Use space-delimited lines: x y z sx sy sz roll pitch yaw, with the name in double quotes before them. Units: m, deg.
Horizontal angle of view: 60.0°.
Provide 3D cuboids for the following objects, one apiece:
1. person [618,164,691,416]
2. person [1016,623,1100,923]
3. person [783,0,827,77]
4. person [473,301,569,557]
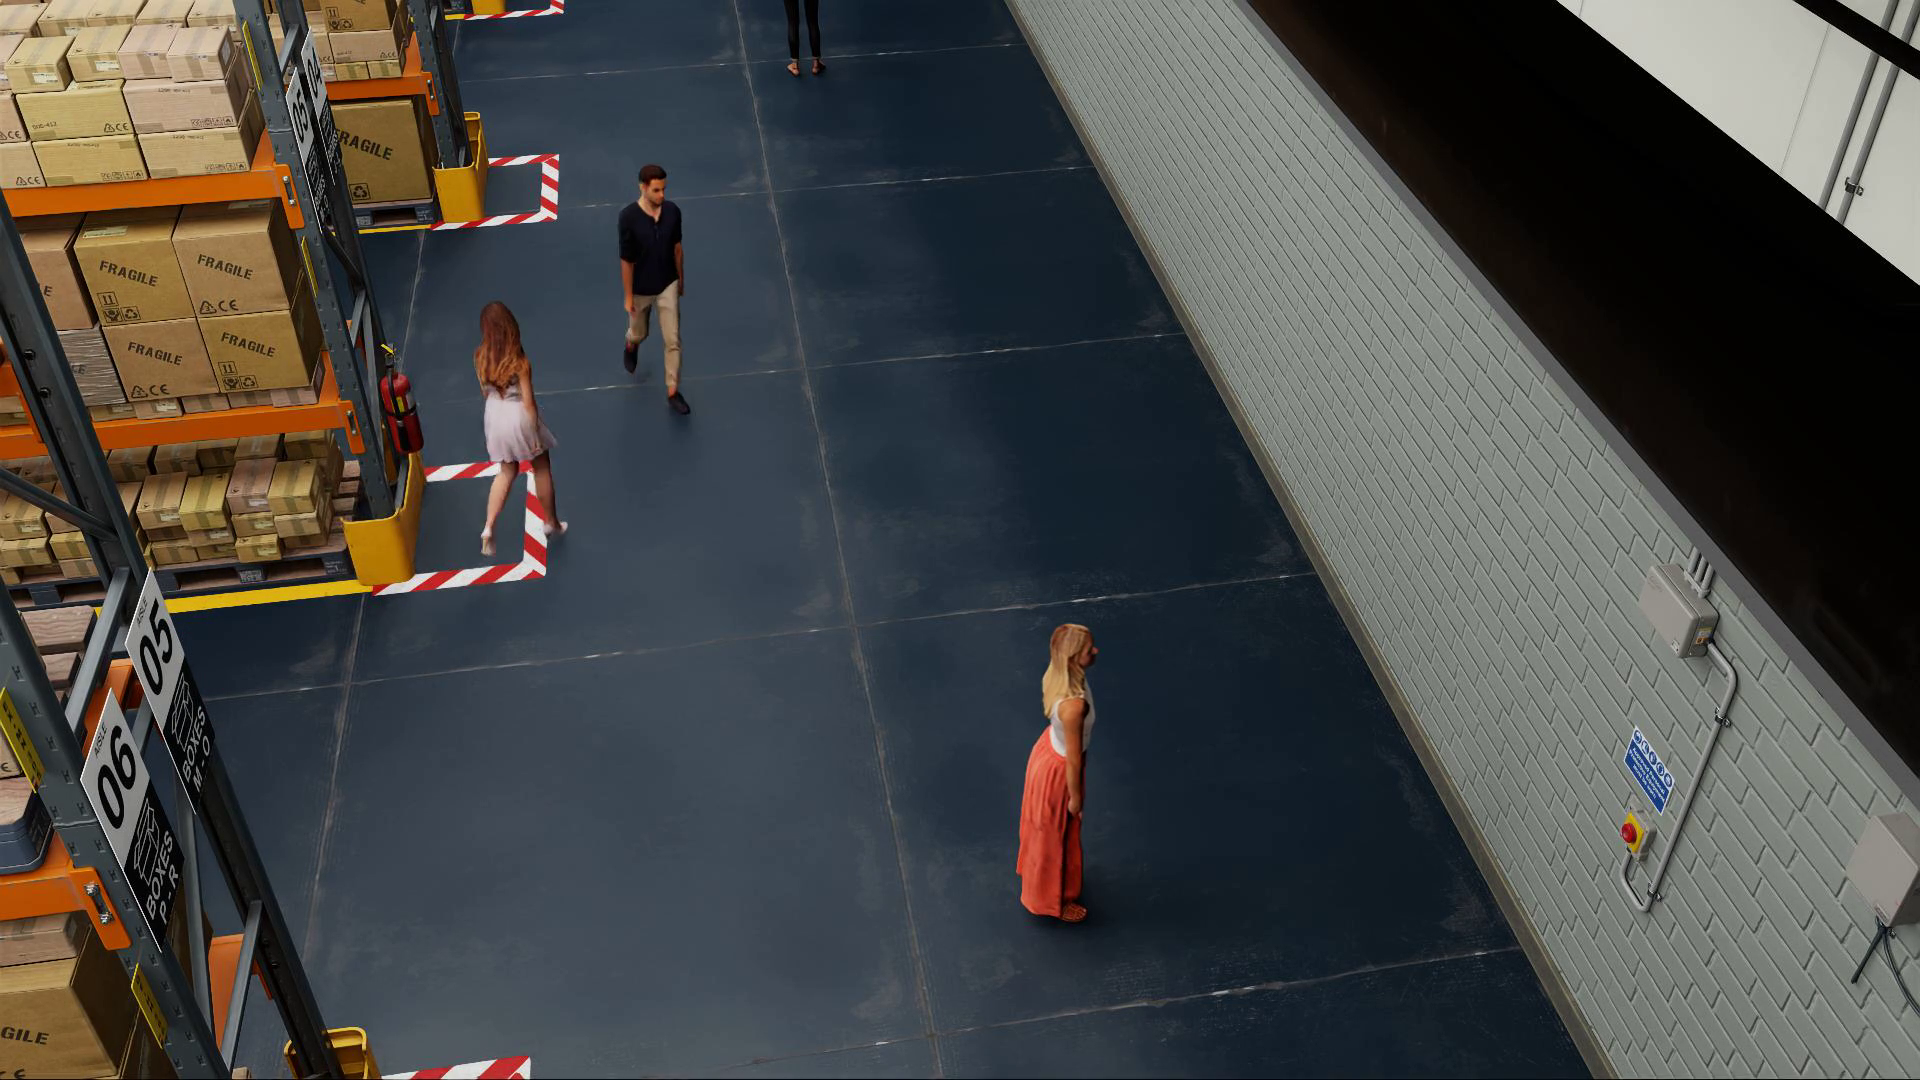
"person" -2.204 -1.813 11.712 1.131 1.823 0.934 -14 40 -17
"person" 0.487 1.104 8.002 0.639 1.801 0.663 1 38 1
"person" -1.586 -5.509 16.435 0.469 1.825 0.676 -4 38 -6
"person" -2.790 -0.612 10.240 0.955 1.745 0.903 14 40 17
